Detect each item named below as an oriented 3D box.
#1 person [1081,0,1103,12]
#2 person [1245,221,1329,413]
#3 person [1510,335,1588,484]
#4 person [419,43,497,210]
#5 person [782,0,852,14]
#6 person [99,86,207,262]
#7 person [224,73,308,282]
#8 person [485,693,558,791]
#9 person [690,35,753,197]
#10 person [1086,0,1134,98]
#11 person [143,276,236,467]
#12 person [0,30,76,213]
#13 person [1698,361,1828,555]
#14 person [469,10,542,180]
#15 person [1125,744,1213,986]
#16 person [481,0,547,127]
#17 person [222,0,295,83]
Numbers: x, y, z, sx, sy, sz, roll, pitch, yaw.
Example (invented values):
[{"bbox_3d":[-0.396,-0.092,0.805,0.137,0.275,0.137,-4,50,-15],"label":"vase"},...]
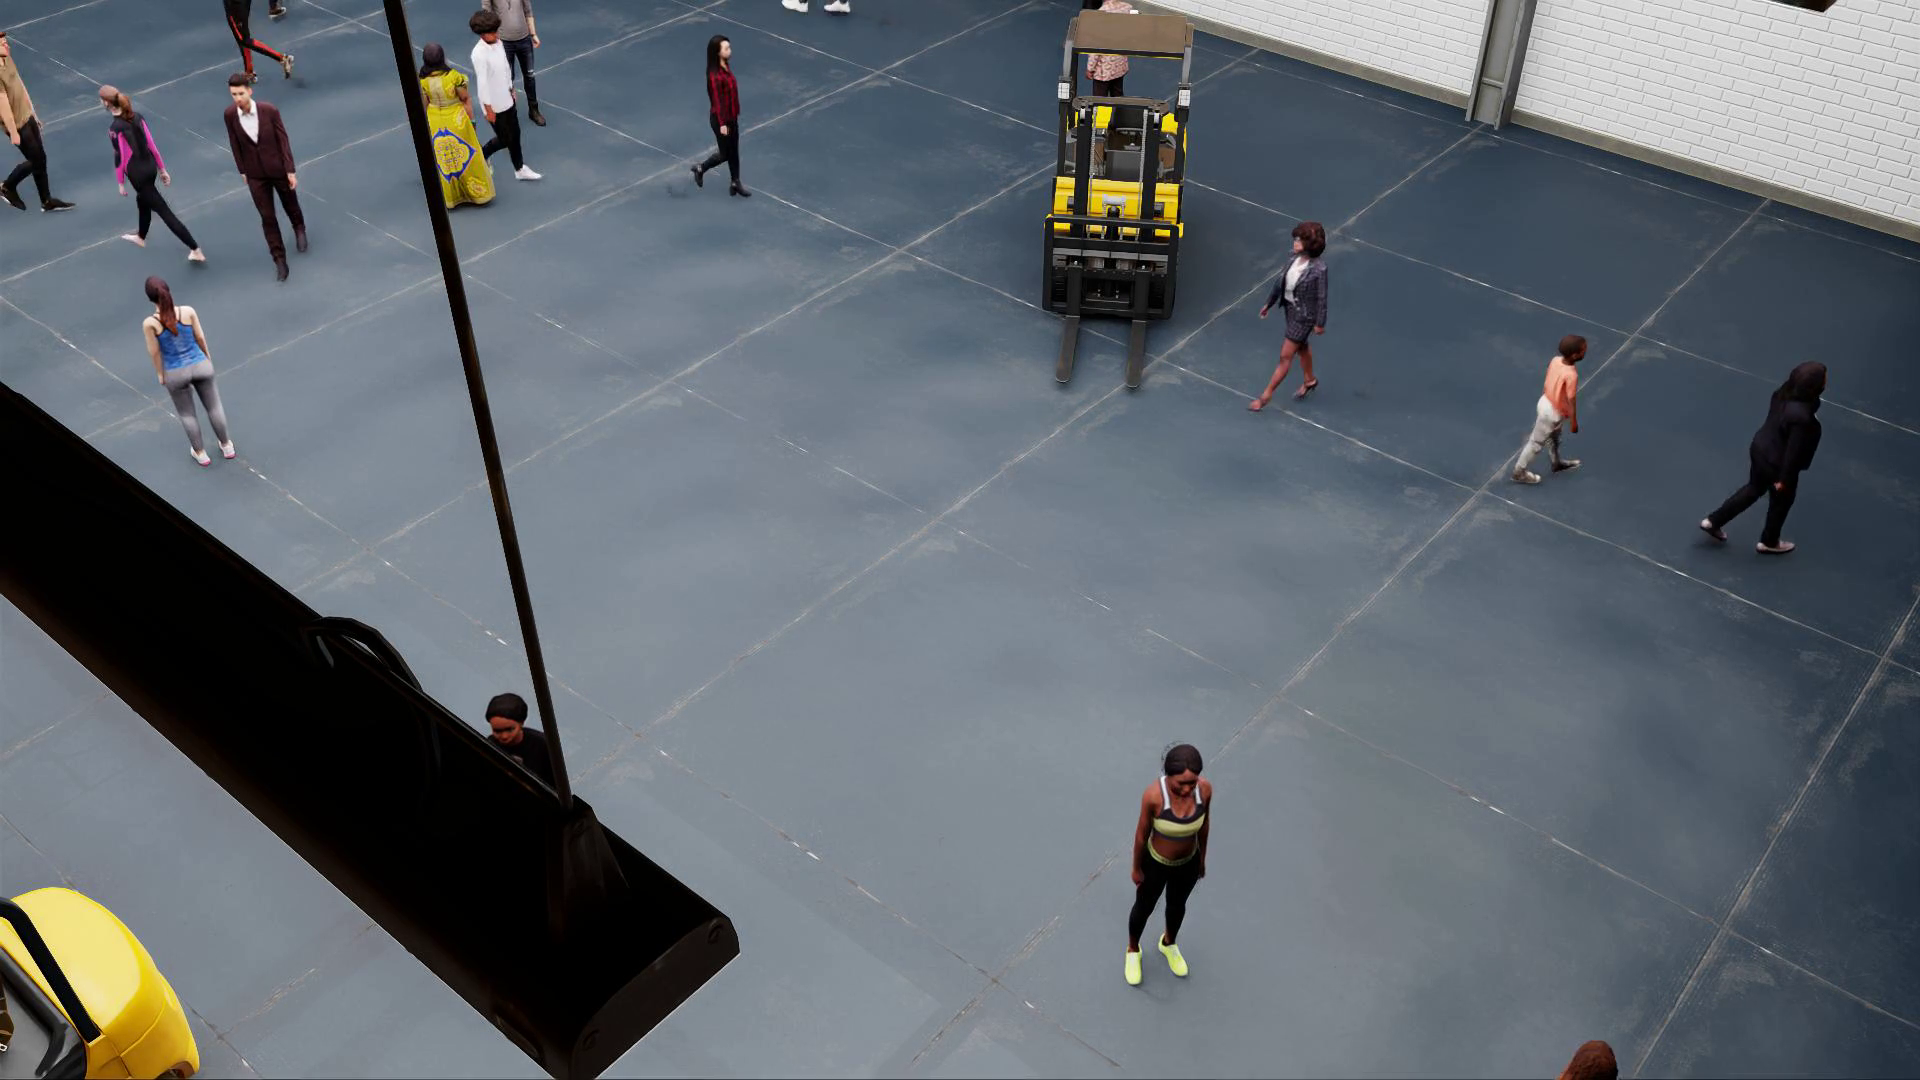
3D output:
[{"bbox_3d":[1.563,-6.599,19.300,0.761,1.757,0.696,-4,39,-5],"label":"person"},{"bbox_3d":[2.803,-1.805,13.369,0.972,1.666,1.024,-13,40,-16],"label":"person"},{"bbox_3d":[4.436,-0.980,12.638,0.858,1.290,0.775,0,39,0],"label":"person"},{"bbox_3d":[-4.955,-4.019,16.146,0.998,1.660,1.040,-6,39,-7],"label":"person"},{"bbox_3d":[-1.574,-7.232,20.044,1.181,1.816,0.989,9,39,11],"label":"person"},{"bbox_3d":[-7.387,-3.274,15.194,1.250,1.684,0.879,13,40,16],"label":"person"},{"bbox_3d":[-6.319,-3.405,15.246,1.097,1.824,1.275,-10,40,-12],"label":"person"},{"bbox_3d":[-2.408,1.490,9.237,0.686,1.675,0.722,-8,39,-10],"label":"person"},{"bbox_3d":[-2.391,-4.123,16.289,0.944,1.644,0.827,5,39,7],"label":"person"},{"bbox_3d":[1.532,-4.887,17.115,0.733,1.808,0.650,-27,46,-29],"label":"person"},{"bbox_3d":[-5.938,-1.306,12.789,0.618,1.611,0.621,-24,45,-27],"label":"person"},{"bbox_3d":[-9.129,-3.991,15.972,1.008,1.835,0.957,-3,39,-4],"label":"person"},{"bbox_3d":[5.757,-0.570,11.876,1.061,1.599,0.976,0,39,-1],"label":"person"},{"bbox_3d":[-4.652,-4.376,16.484,1.038,1.797,0.927,6,39,7],"label":"person"},{"bbox_3d":[1.115,1.708,8.900,0.645,1.754,0.684,-7,39,-9],"label":"person"},{"bbox_3d":[-4.725,-5.298,17.554,0.773,1.903,0.707,-20,43,-23],"label":"person"},{"bbox_3d":[-7.898,-5.898,18.399,1.118,1.785,1.032,-1,39,-1],"label":"person"}]
